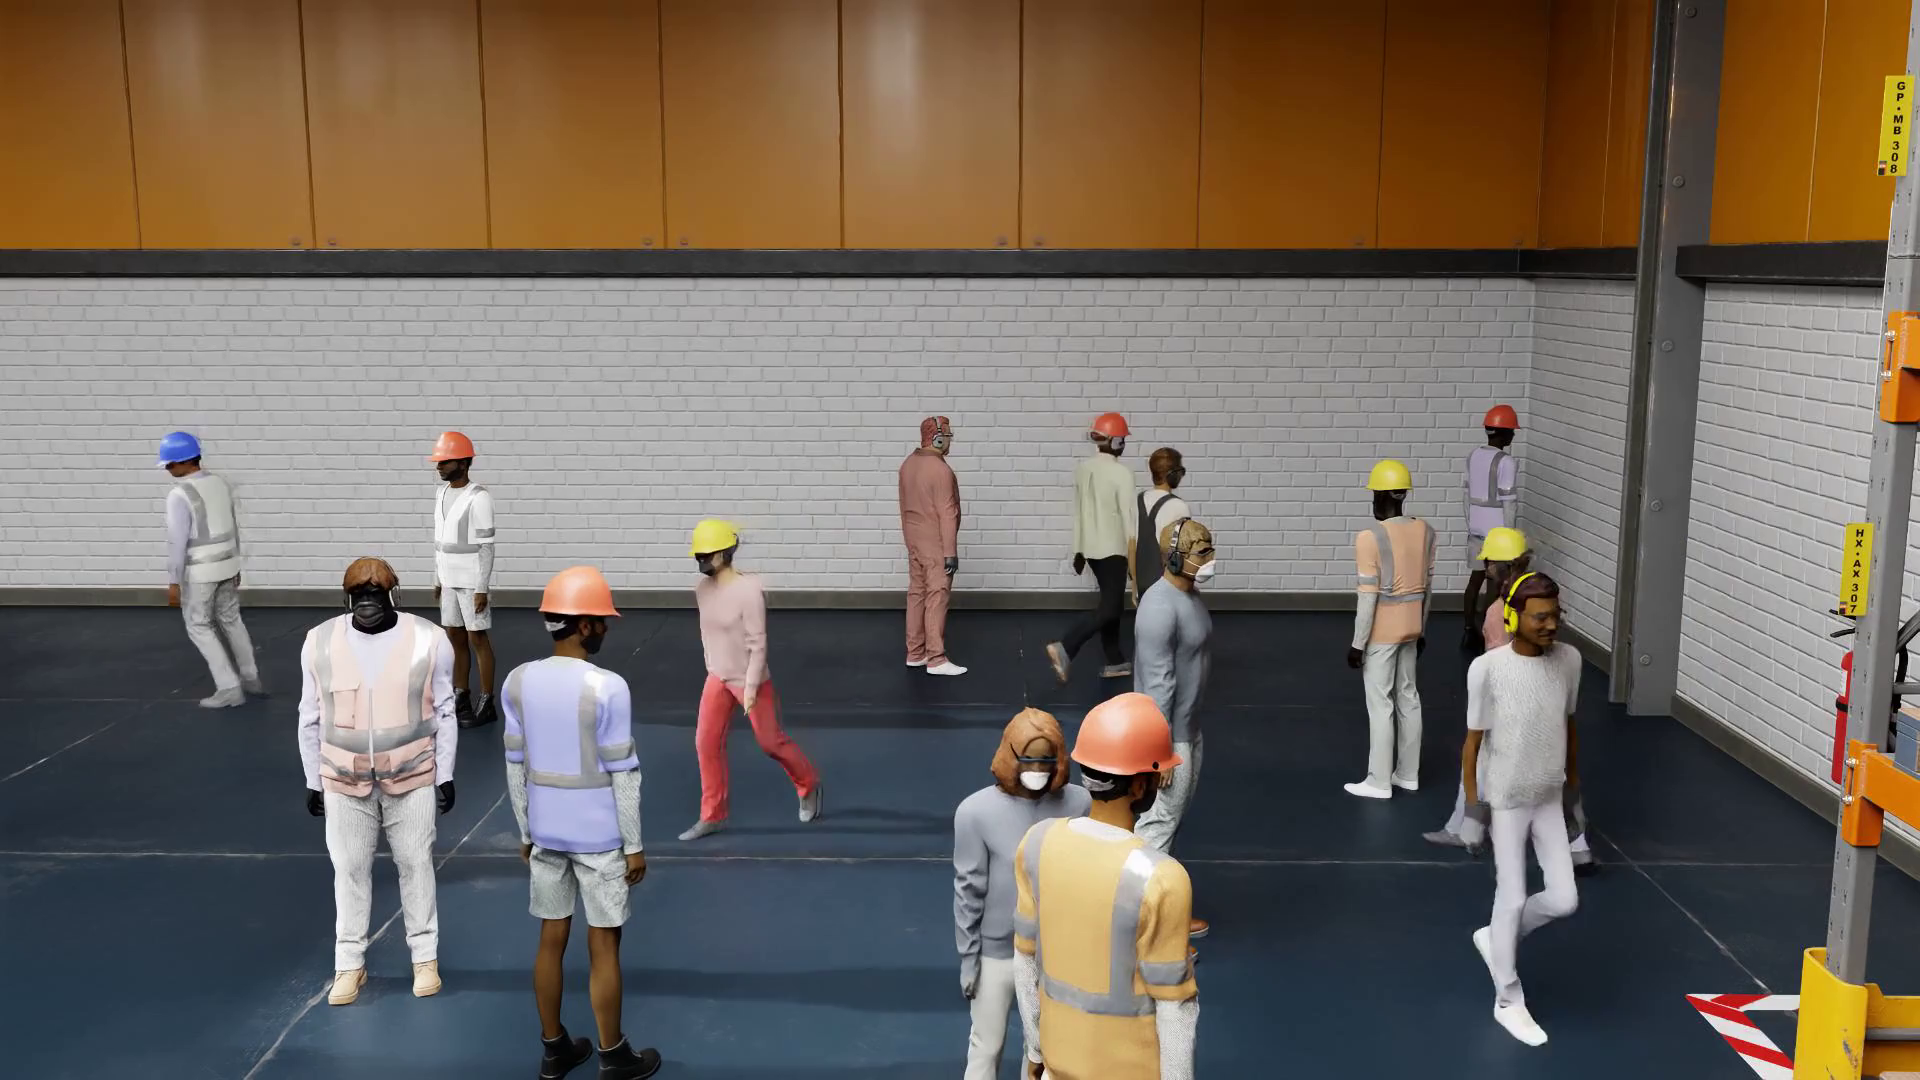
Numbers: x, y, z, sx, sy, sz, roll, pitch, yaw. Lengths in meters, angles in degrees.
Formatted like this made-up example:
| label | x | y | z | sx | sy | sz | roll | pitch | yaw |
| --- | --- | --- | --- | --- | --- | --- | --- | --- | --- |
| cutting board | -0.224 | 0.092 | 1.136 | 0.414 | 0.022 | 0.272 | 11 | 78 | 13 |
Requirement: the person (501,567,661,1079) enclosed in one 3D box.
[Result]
| label | x | y | z | sx | sy | sz | roll | pitch | yaw |
| --- | --- | --- | --- | --- | --- | --- | --- | --- | --- |
| person | -1.381 | 1.056 | 6.080 | 0.542 | 1.931 | 0.375 | 4 | 10 | 23 |

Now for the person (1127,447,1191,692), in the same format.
| label | x | y | z | sx | sy | sz | roll | pitch | yaw |
| --- | --- | --- | --- | --- | --- | --- | --- | --- | --- |
| person | 1.305 | 0.318 | 10.752 | 0.325 | 1.844 | 0.511 | -8 | 13 | -41 |

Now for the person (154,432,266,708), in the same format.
| label | x | y | z | sx | sy | sz | roll | pitch | yaw |
| --- | --- | --- | --- | --- | --- | --- | --- | --- | --- |
| person | -5.100 | 0.199 | 11.310 | 0.440 | 1.900 | 0.754 | 2 | 10 | 13 |

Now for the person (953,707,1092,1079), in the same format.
| label | x | y | z | sx | sy | sz | roll | pitch | yaw |
| --- | --- | --- | --- | --- | --- | --- | --- | --- | --- |
| person | 0.213 | 1.327 | 5.343 | 0.499 | 1.633 | 0.289 | -4 | 10 | -23 |

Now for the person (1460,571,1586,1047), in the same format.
| label | x | y | z | sx | sy | sz | roll | pitch | yaw |
| --- | --- | --- | --- | --- | --- | --- | --- | --- | --- |
| person | 2.197 | 1.019 | 6.516 | 0.557 | 1.856 | 0.459 | -3 | 10 | -16 |

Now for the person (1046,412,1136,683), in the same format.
| label | x | y | z | sx | sy | sz | roll | pitch | yaw |
| --- | --- | --- | --- | --- | --- | --- | --- | --- | --- |
| person | 0.979 | 0.067 | 11.900 | 0.816 | 1.966 | 0.625 | -5 | 11 | -28 |

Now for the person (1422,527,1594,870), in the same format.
| label | x | y | z | sx | sy | sz | roll | pitch | yaw |
| --- | --- | --- | --- | --- | --- | --- | --- | --- | --- |
| person | 2.799 | 0.793 | 8.317 | 0.513 | 1.721 | 0.900 | -7 | 12 | -36 |

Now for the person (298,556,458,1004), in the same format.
| label | x | y | z | sx | sy | sz | roll | pitch | yaw |
| --- | --- | --- | --- | --- | --- | --- | --- | --- | --- |
| person | -2.377 | 0.976 | 6.821 | 0.620 | 1.845 | 0.430 | -2 | 10 | -13 |

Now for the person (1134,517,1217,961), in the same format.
| label | x | y | z | sx | sy | sz | roll | pitch | yaw |
| --- | --- | --- | --- | --- | --- | --- | --- | --- | --- |
| person | 0.928 | 0.854 | 7.263 | 0.355 | 1.938 | 0.634 | 3 | 10 | 19 |

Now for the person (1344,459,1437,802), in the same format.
| label | x | y | z | sx | sy | sz | roll | pitch | yaw |
| --- | --- | --- | --- | --- | --- | --- | --- | --- | --- |
| person | 2.407 | 0.506 | 9.385 | 0.594 | 1.924 | 0.382 | -7 | 11 | -34 |

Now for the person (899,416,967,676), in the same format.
| label | x | y | z | sx | sy | sz | roll | pitch | yaw |
| --- | --- | --- | --- | --- | --- | --- | --- | --- | --- |
| person | -0.185 | 0.038 | 12.247 | 0.402 | 1.906 | 0.652 | -6 | 11 | -30 |

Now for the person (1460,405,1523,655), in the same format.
| label | x | y | z | sx | sy | sz | roll | pitch | yaw |
| --- | --- | --- | --- | --- | --- | --- | --- | --- | --- |
| person | 4.129 | -0.079 | 12.857 | 0.364 | 1.934 | 0.552 | -3 | 10 | -19 |

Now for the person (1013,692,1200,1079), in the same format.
| label | x | y | z | sx | sy | sz | roll | pitch | yaw |
| --- | --- | --- | --- | --- | --- | --- | --- | --- | --- |
| person | 0.400 | 1.345 | 4.328 | 0.552 | 1.935 | 0.374 | 9 | 13 | 44 |

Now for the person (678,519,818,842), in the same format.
| label | x | y | z | sx | sy | sz | roll | pitch | yaw |
| --- | --- | --- | --- | --- | --- | --- | --- | --- | --- |
| person | -1.106 | 0.707 | 8.805 | 0.542 | 1.722 | 0.785 | 7 | 12 | 37 |

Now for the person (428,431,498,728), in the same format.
| label | x | y | z | sx | sy | sz | roll | pitch | yaw |
| --- | --- | --- | --- | --- | --- | --- | --- | --- | --- |
| person | -3.256 | 0.256 | 10.848 | 0.544 | 1.939 | 0.355 | 7 | 12 | 36 |
